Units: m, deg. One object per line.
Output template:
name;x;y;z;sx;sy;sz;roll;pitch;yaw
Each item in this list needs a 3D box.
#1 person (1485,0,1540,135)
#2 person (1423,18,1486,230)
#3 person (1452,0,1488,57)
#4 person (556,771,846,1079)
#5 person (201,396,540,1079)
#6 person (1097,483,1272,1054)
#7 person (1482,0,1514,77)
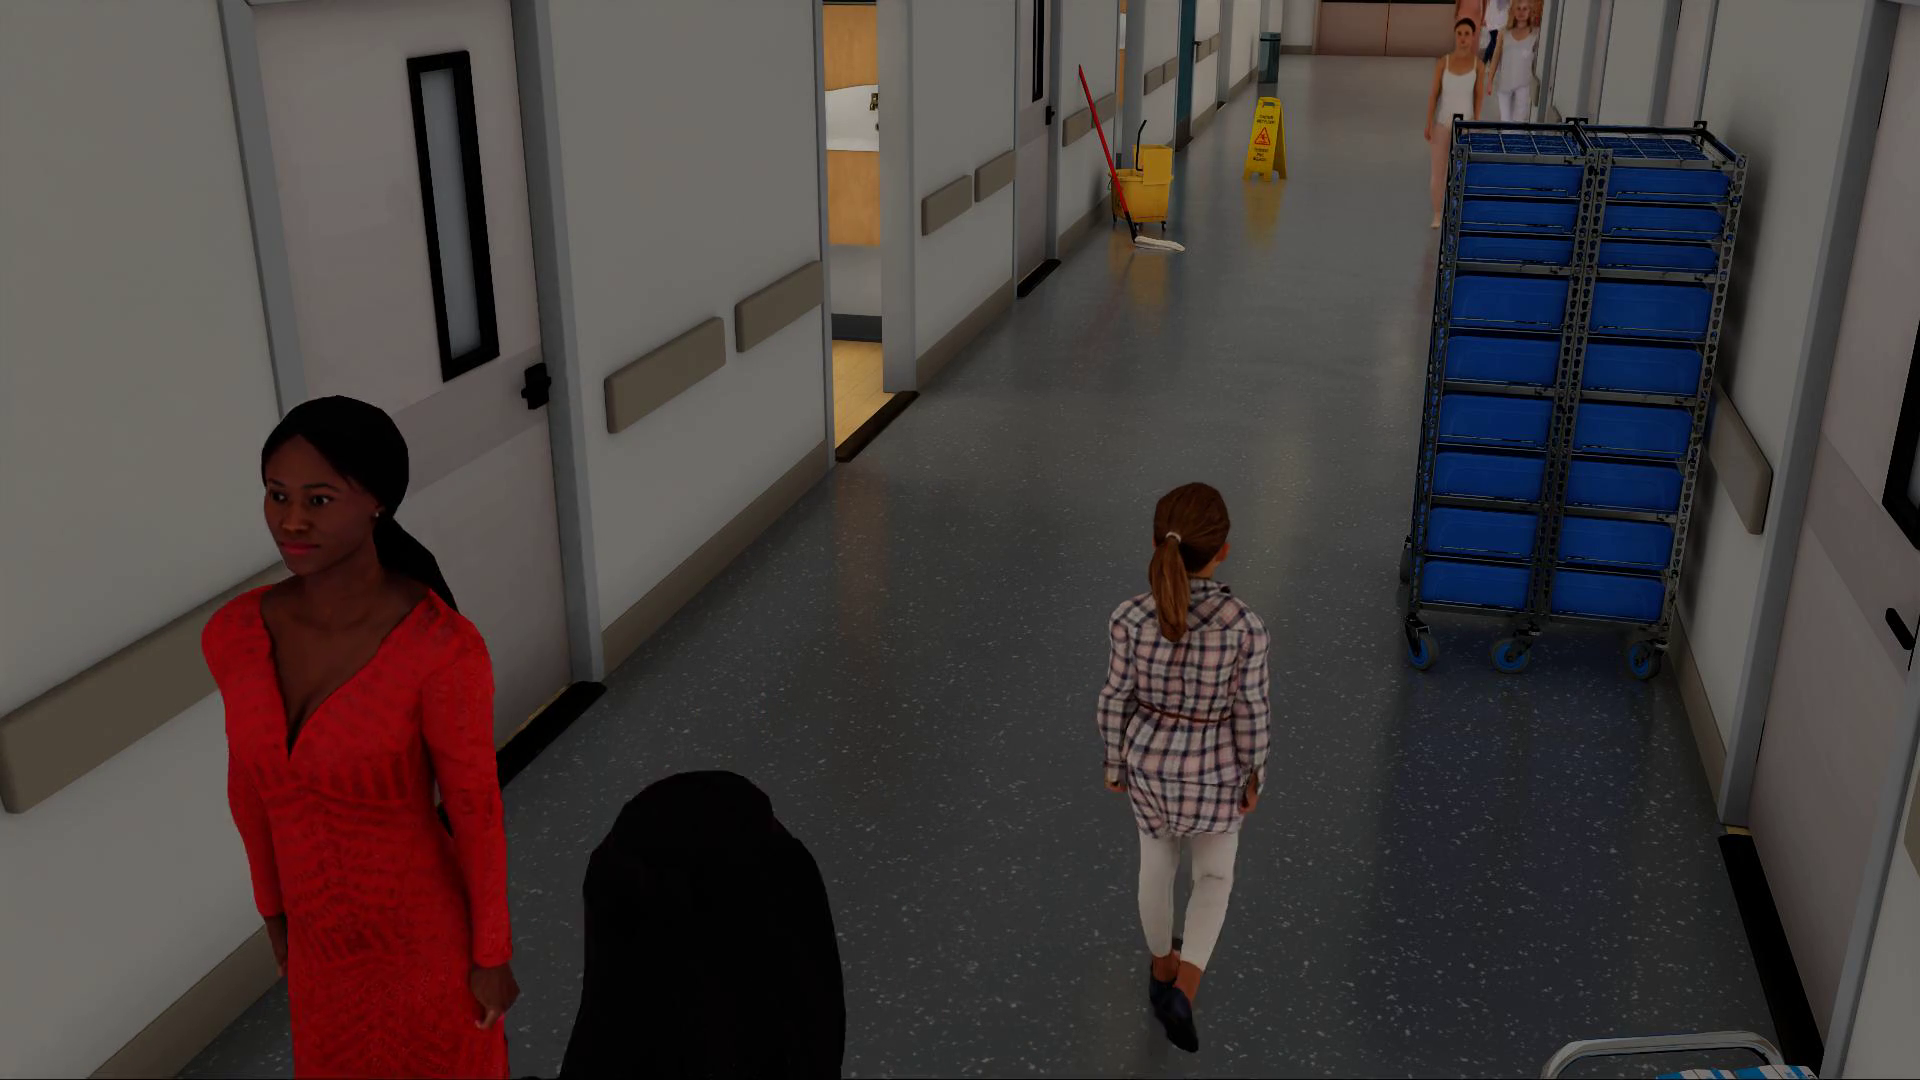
person;5.451;-4.466;16.309;0.758;1.628;1.100;10;23;24
person;3.894;-3.269;13.151;0.569;1.626;0.643;7;22;17
person;7.377;-7.510;24.074;0.647;1.820;0.770;9;22;22
person;-0.270;1.089;1.568;0.570;1.681;1.039;6;21;15
person;-0.862;0.629;2.660;0.633;1.767;0.897;4;21;11
person;0.472;0.519;3.610;0.534;1.301;0.772;6;22;15
person;8.210;-8.009;25.504;0.954;1.741;1.220;-3;21;-8
